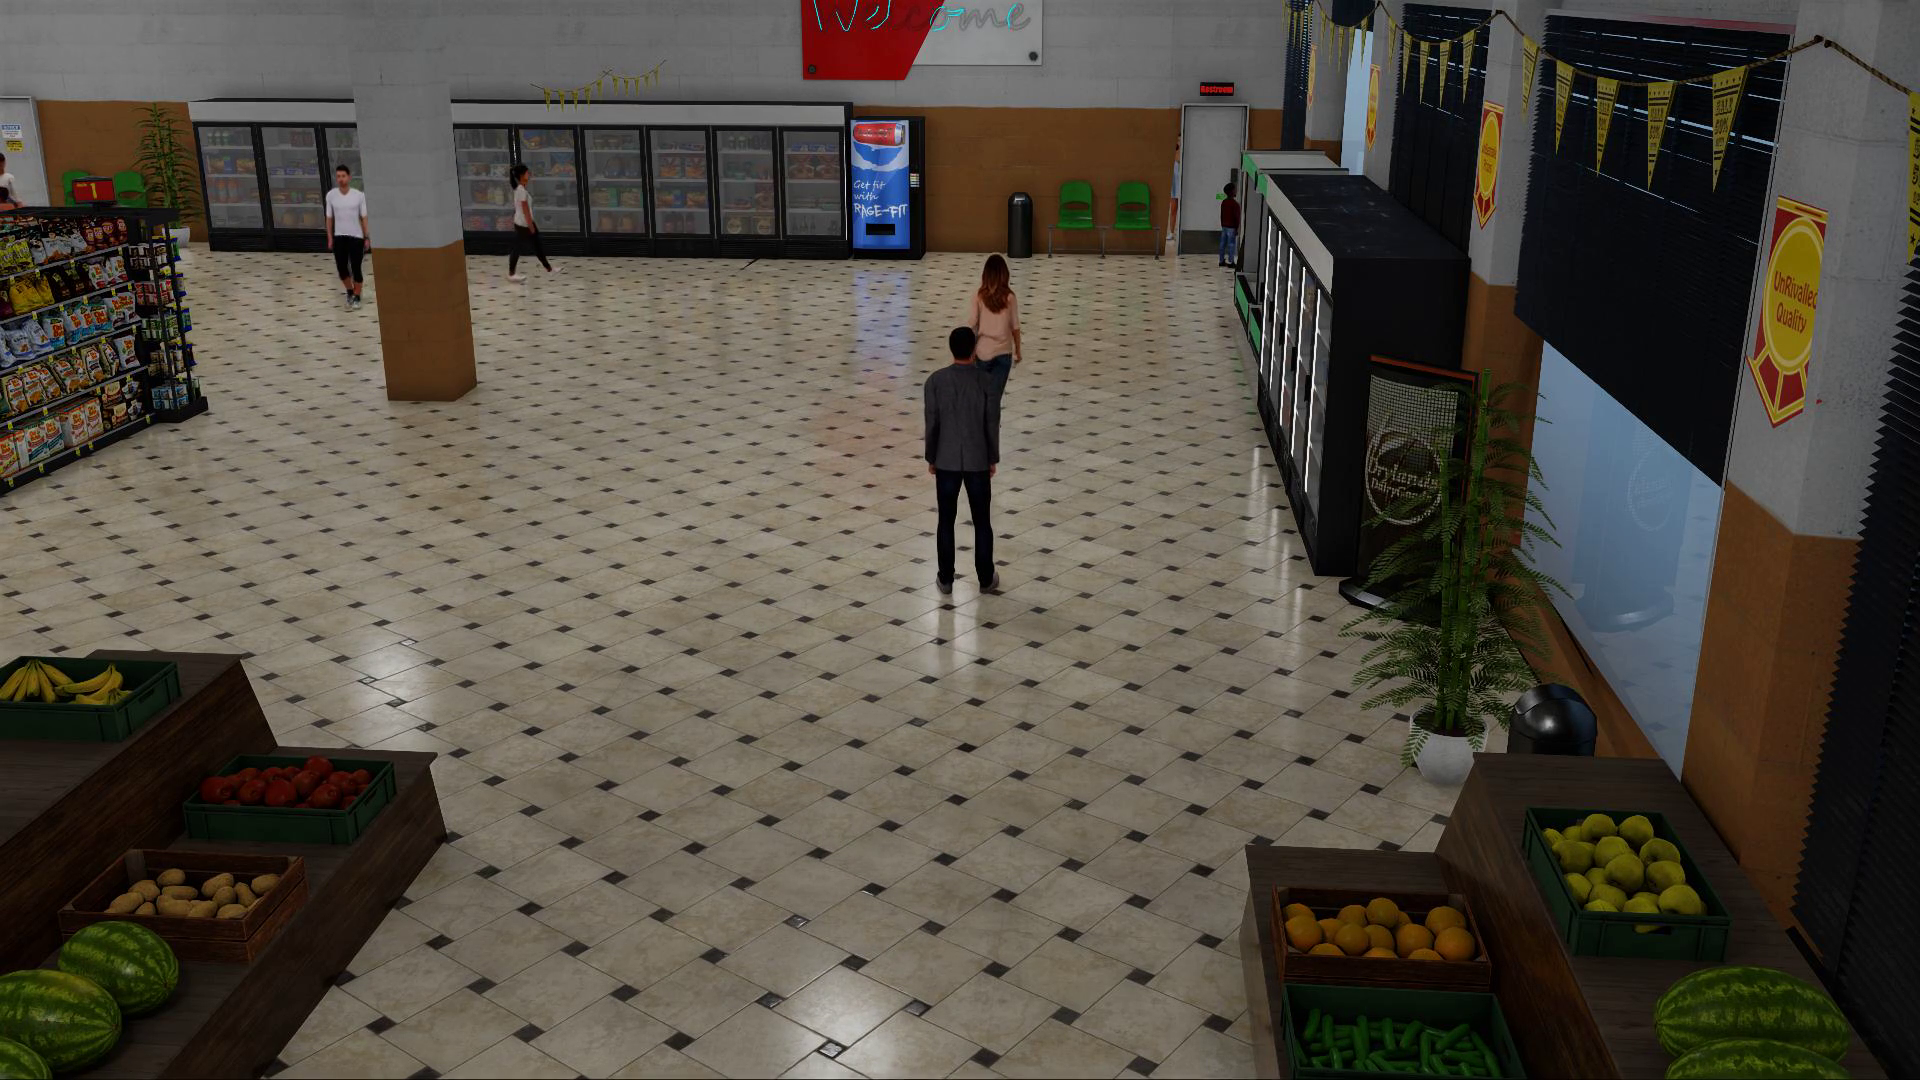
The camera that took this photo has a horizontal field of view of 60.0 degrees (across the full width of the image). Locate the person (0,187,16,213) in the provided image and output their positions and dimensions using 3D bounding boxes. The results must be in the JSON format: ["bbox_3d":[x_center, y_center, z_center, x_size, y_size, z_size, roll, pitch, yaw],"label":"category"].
[{"bbox_3d":[-13.523,-4.374,23.742,0.705,1.291,0.734,11,21,29],"label":"person"}]

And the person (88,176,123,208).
[{"bbox_3d":[-10.671,-3.639,20.872,0.673,1.733,1.190,0,19,1],"label":"person"}]

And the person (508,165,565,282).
[{"bbox_3d":[-6.220,-4.423,23.390,0.879,1.610,1.039,-5,19,-14],"label":"person"}]

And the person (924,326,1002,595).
[{"bbox_3d":[0.023,-0.544,11.474,0.665,1.872,0.574,2,19,4],"label":"person"}]

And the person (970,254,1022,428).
[{"bbox_3d":[0.299,-1.603,14.837,0.631,1.730,1.161,2,19,7],"label":"person"}]

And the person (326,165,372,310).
[{"bbox_3d":[-7.905,-3.926,21.554,0.769,1.841,0.732,-4,19,-11],"label":"person"}]

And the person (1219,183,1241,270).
[{"bbox_3d":[3.988,-4.653,24.624,0.647,1.256,0.571,-11,22,-30],"label":"person"}]
